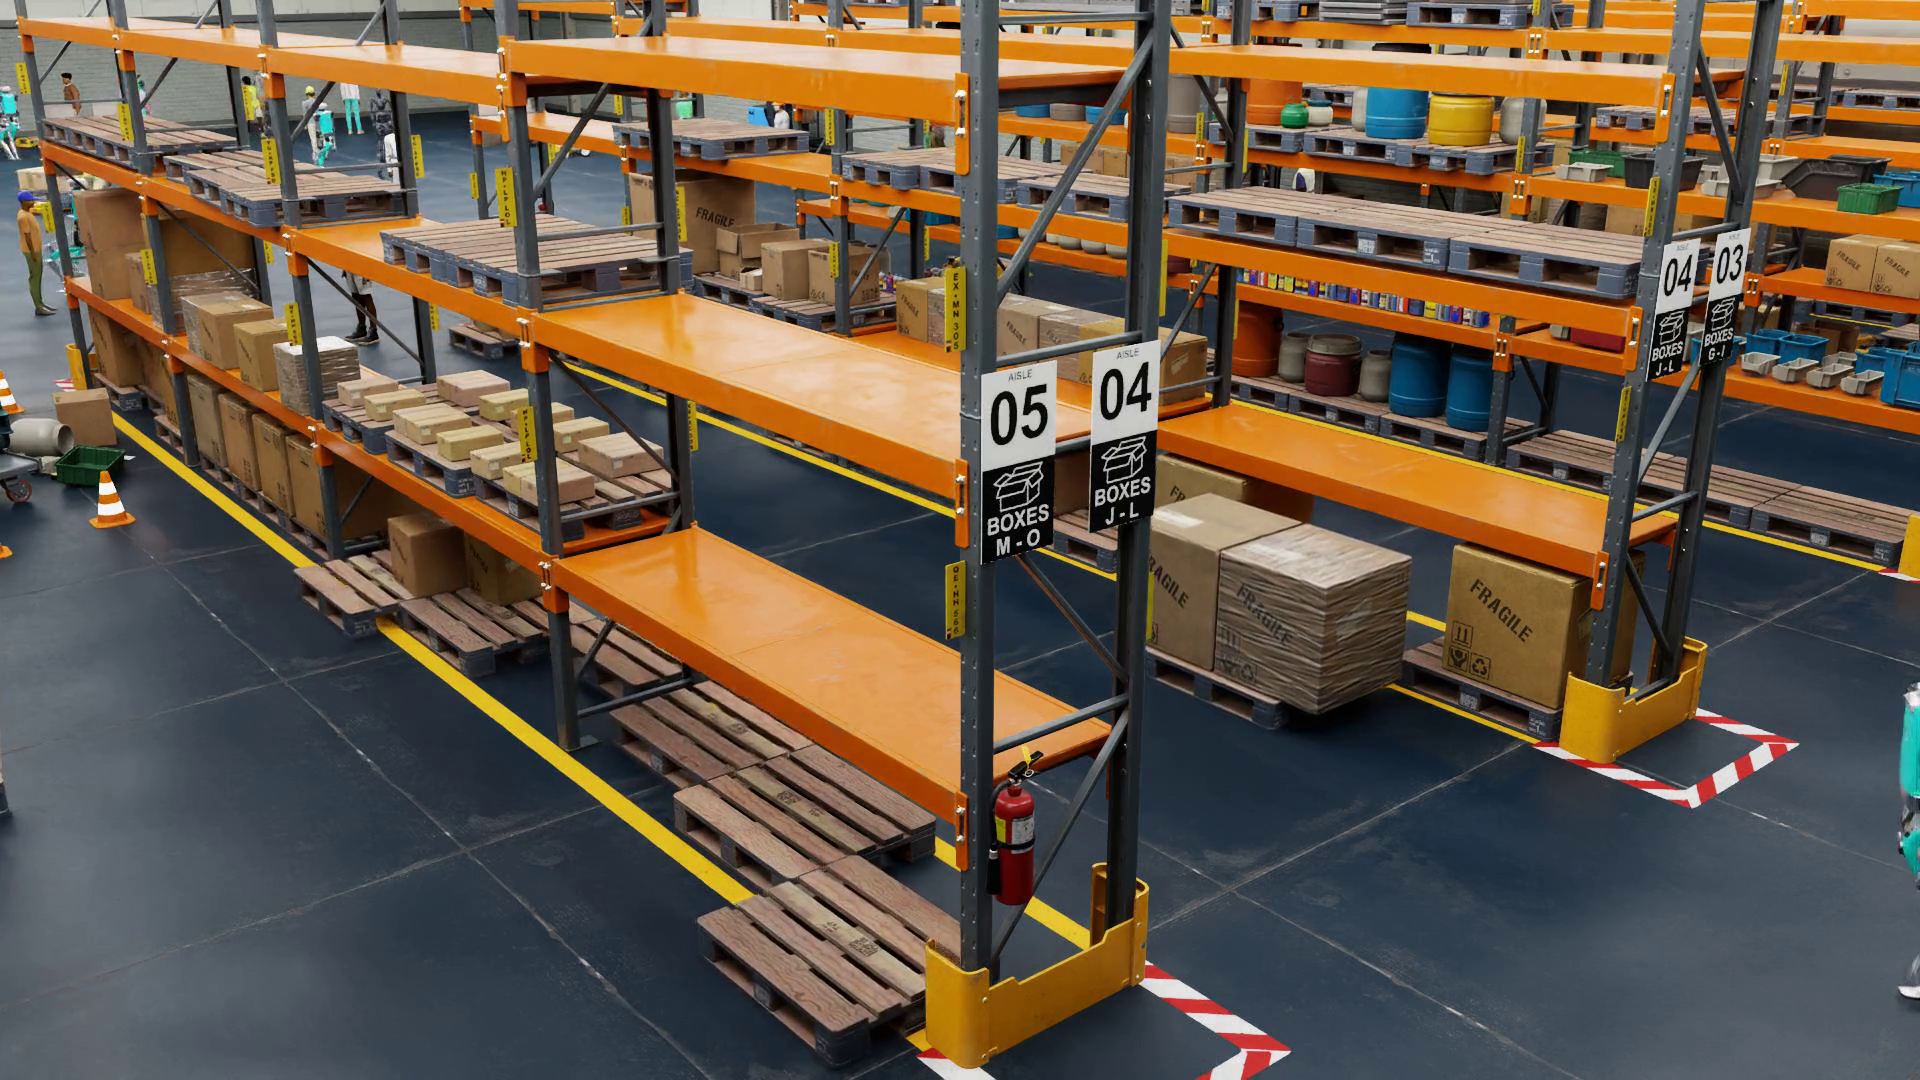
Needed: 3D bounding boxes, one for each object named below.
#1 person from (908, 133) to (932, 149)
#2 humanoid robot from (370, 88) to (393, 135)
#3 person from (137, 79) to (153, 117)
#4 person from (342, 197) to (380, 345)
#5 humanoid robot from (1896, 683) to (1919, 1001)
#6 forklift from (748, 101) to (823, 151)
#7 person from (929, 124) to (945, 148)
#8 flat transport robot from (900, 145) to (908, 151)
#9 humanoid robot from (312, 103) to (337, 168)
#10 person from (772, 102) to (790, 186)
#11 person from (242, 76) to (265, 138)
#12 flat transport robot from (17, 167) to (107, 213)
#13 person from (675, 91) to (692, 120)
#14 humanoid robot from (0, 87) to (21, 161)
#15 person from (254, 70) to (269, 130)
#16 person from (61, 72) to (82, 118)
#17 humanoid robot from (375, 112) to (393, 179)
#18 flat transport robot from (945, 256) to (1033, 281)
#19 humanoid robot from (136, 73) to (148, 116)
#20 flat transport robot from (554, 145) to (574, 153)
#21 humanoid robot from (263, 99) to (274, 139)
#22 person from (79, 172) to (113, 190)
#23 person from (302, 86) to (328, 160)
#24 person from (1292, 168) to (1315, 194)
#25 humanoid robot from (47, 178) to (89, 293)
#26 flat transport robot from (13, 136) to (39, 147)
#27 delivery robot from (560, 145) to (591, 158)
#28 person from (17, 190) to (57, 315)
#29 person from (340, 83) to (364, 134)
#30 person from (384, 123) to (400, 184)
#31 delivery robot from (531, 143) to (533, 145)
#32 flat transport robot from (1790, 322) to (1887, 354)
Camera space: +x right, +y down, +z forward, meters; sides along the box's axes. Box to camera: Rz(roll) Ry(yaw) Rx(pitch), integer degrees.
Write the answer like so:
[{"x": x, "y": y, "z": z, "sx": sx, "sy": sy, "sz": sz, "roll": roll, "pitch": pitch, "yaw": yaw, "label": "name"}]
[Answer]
[{"x": -0.793, "y": -7.425, "z": 32.843, "sx": 0.476, "sy": 1.743, "sz": 0.342, "roll": 0, "pitch": 19, "yaw": 1, "label": "person"}, {"x": -14.594, "y": -10.610, "z": 42.097, "sx": 0.588, "sy": 1.631, "sz": 0.788, "roll": -3, "pitch": 20, "yaw": -10, "label": "humanoid robot"}, {"x": -20.325, "y": -10.484, "z": 41.187, "sx": 1.051, "sy": 1.989, "sz": 0.609, "roll": 9, "pitch": 21, "yaw": 23, "label": "person"}, {"x": -7.747, "y": -3.493, "z": 21.331, "sx": 0.603, "sy": 1.958, "sz": 0.375, "roll": 17, "pitch": 26, "yaw": 40, "label": "person"}, {"x": 4.649, "y": 1.466, "z": 7.697, "sx": 0.730, "sy": 1.881, "sz": 0.540, "roll": 6, "pitch": 20, "yaw": 16, "label": "humanoid robot"}, {"x": -4.526, "y": -11.368, "z": 42.374, "sx": 1.129, "sy": 2.768, "sz": 1.873, "roll": -15, "pitch": 24, "yaw": -37, "label": "forklift"}, {"x": -0.470, "y": -7.679, "z": 33.632, "sx": 0.902, "sy": 1.701, "sz": 0.551, "roll": 10, "pitch": 22, "yaw": 26, "label": "person"}, {"x": -0.785, "y": -7.732, "z": 35.942, "sx": 0.659, "sy": 0.231, "sz": 1.431, "roll": -8, "pitch": 21, "yaw": -22, "label": "flat transport robot"}, {"x": -14.107, "y": -8.696, "z": 36.582, "sx": 1.055, "sy": 1.789, "sz": 0.547, "roll": 8, "pitch": 21, "yaw": 22, "label": "humanoid robot"}, {"x": -3.879, "y": -8.674, "z": 36.185, "sx": 0.379, "sy": 1.889, "sz": 0.566, "roll": -11, "pitch": 22, "yaw": -28, "label": "person"}, {"x": -19.477, "y": -11.888, "z": 45.679, "sx": 0.891, "sy": 1.648, "sz": 0.541, "roll": 12, "pitch": 23, "yaw": 31, "label": "person"}, {"x": -17.677, "y": -6.642, "z": 32.839, "sx": 0.659, "sy": 0.231, "sz": 1.431, "roll": 7, "pitch": 20, "yaw": 18, "label": "flat transport robot"}, {"x": -6.328, "y": -9.591, "z": 38.773, "sx": 0.544, "sy": 1.912, "sz": 0.993, "roll": -3, "pitch": 20, "yaw": -9, "label": "person"}, {"x": -23.283, "y": -10.132, "z": 40.582, "sx": 0.691, "sy": 1.808, "sz": 0.543, "roll": 8, "pitch": 21, "yaw": 23, "label": "humanoid robot"}, {"x": -20.024, "y": -12.747, "z": 47.791, "sx": 0.404, "sy": 1.878, "sz": 0.497, "roll": 4, "pitch": 20, "yaw": 10, "label": "person"}, {"x": -23.563, "y": -11.485, "z": 44.228, "sx": 0.790, "sy": 1.856, "sz": 0.403, "roll": 18, "pitch": 26, "yaw": 41, "label": "person"}, {"x": -12.225, "y": -8.302, "z": 35.482, "sx": 0.684, "sy": 1.637, "sz": 0.605, "roll": -2, "pitch": 19, "yaw": -6, "label": "humanoid robot"}, {"x": 0.449, "y": -4.276, "z": 26.105, "sx": 0.659, "sy": 0.231, "sz": 1.431, "roll": -14, "pitch": 24, "yaw": -34, "label": "flat transport robot"}, {"x": -22.351, "y": -11.828, "z": 45.564, "sx": 0.542, "sy": 1.905, "sz": 0.715, "roll": 4, "pitch": 20, "yaw": 11, "label": "humanoid robot"}, {"x": -9.788, "y": -10.109, "z": 42.707, "sx": 0.659, "sy": 0.231, "sz": 1.431, "roll": 11, "pitch": 22, "yaw": 28, "label": "flat transport robot"}, {"x": -15.802, "y": -9.337, "z": 38.415, "sx": 0.637, "sy": 1.640, "sz": 0.609, "roll": 3, "pitch": 20, "yaw": 9, "label": "humanoid robot"}, {"x": -15.891, "y": -6.648, "z": 30.524, "sx": 0.548, "sy": 1.837, "sz": 1.011, "roll": 1, "pitch": 19, "yaw": 2, "label": "person"}, {"x": -15.778, "y": -10.175, "z": 40.635, "sx": 0.523, "sy": 1.769, "sz": 0.322, "roll": -17, "pitch": 26, "yaw": -40, "label": "person"}, {"x": 5.551, "y": -5.417, "z": 26.974, "sx": 0.391, "sy": 1.846, "sz": 0.564, "roll": 9, "pitch": 21, "yaw": 24, "label": "person"}, {"x": -12.916, "y": -4.361, "z": 24.156, "sx": 1.028, "sy": 1.731, "sz": 0.538, "roll": -9, "pitch": 21, "yaw": -23, "label": "humanoid robot"}, {"x": -24.243, "y": -10.542, "z": 43.937, "sx": 0.659, "sy": 0.231, "sz": 1.431, "roll": 12, "pitch": 23, "yaw": 31, "label": "flat transport robot"}, {"x": -9.616, "y": -9.840, "z": 41.520, "sx": 0.773, "sy": 0.601, "sz": 0.500, "roll": -9, "pitch": 21, "yaw": -24, "label": "delivery robot"}, {"x": -12.847, "y": -3.996, "z": 23.124, "sx": 0.354, "sy": 1.717, "sz": 0.455, "roll": -8, "pitch": 21, "yaw": -21, "label": "person"}, {"x": -17.093, "y": -12.373, "z": 46.672, "sx": 0.488, "sy": 1.915, "sz": 0.383, "roll": -2, "pitch": 19, "yaw": -6, "label": "person"}, {"x": -10.574, "y": -7.042, "z": 31.564, "sx": 0.574, "sy": 1.877, "sz": 0.346, "roll": -4, "pitch": 20, "yaw": -12, "label": "person"}, {"x": -11.320, "y": -10.640, "z": 43.760, "sx": 0.499, "sy": 0.577, "sz": 0.769, "roll": -12, "pitch": 23, "yaw": -31, "label": "delivery robot"}, {"x": 10.952, "y": -2.559, "z": 21.218, "sx": 0.659, "sy": 0.231, "sz": 1.431, "roll": -14, "pitch": 24, "yaw": -35, "label": "flat transport robot"}]
